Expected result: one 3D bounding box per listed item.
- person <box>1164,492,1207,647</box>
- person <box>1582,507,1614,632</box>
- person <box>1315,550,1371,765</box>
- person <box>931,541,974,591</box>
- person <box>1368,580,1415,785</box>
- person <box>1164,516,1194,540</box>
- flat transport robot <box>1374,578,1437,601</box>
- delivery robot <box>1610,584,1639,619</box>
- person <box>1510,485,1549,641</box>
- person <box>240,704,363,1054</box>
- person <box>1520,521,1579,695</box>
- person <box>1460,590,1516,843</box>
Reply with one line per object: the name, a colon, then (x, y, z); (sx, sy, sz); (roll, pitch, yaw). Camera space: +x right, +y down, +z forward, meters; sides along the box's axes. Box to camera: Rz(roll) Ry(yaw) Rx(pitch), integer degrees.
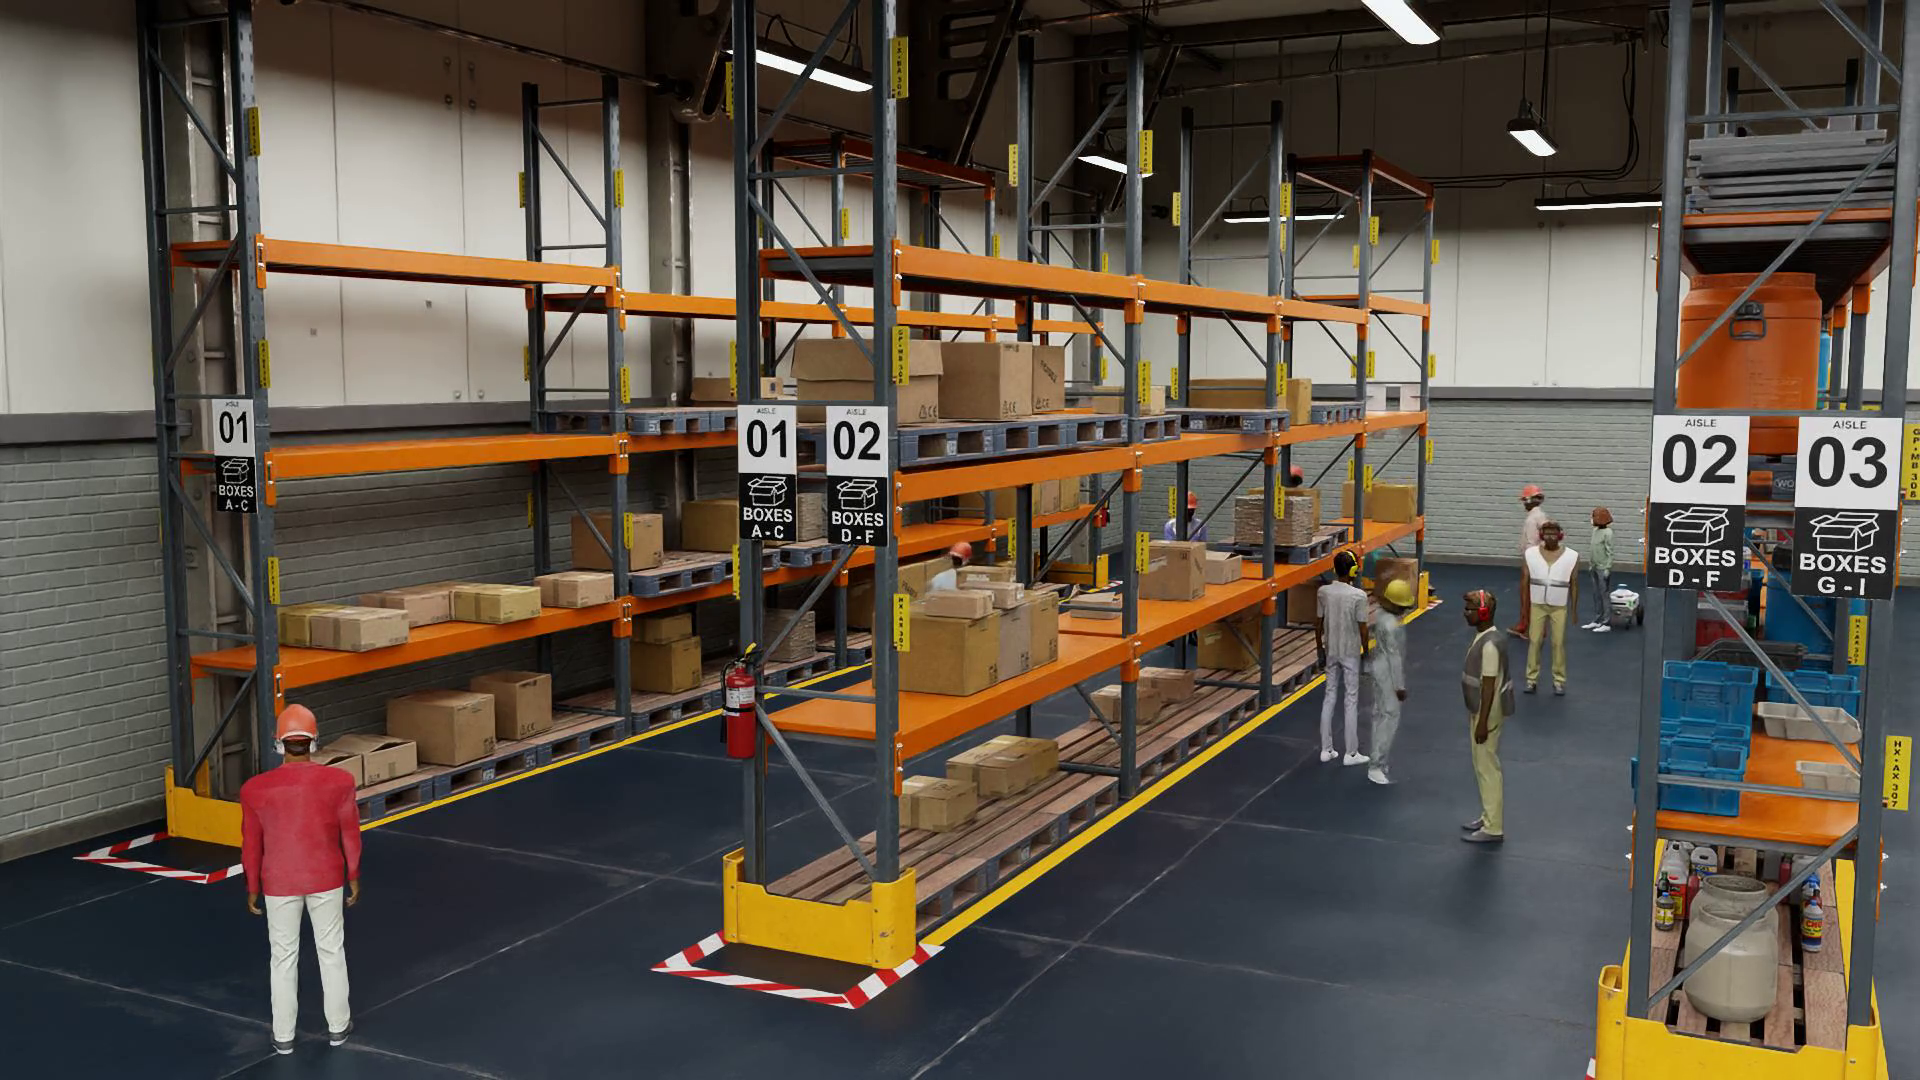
person: (2.787, 0.367, 20.496); (0.542, 1.928, 0.400); (-1, 6, -12)
person: (8.351, 0.384, 21.712); (0.271, 1.632, 0.508); (0, 6, -4)
person: (3.333, 1.015, 14.445); (0.532, 1.871, 0.319); (5, 8, 42)
person: (-0.031, 0.873, 16.454); (0.588, 1.732, 0.473); (3, 7, 27)
person: (3.591, 1.160, 13.887); (0.343, 1.698, 0.626); (0, 6, 4)
person: (3.042, 0.198, 23.152); (0.593, 1.732, 0.357); (-5, 7, -38)
flat transport robot: (6.650, 0.730, 24.906); (0.652, 0.197, 1.431); (0, 6, 3)
delivery robot: (8.799, 0.832, 22.097); (0.477, 0.478, 0.707); (3, 7, 29)
person: (7.254, 0.284, 21.065); (0.461, 1.970, 0.696); (3, 7, 29)
person: (-3.311, 1.695, 8.390); (0.571, 1.749, 0.334); (-3, 6, -23)
person: (6.212, 0.709, 17.542); (0.570, 1.840, 0.373); (3, 6, 23)
person: (3.840, 1.276, 12.114); (0.381, 1.832, 0.564); (1, 6, 12)
